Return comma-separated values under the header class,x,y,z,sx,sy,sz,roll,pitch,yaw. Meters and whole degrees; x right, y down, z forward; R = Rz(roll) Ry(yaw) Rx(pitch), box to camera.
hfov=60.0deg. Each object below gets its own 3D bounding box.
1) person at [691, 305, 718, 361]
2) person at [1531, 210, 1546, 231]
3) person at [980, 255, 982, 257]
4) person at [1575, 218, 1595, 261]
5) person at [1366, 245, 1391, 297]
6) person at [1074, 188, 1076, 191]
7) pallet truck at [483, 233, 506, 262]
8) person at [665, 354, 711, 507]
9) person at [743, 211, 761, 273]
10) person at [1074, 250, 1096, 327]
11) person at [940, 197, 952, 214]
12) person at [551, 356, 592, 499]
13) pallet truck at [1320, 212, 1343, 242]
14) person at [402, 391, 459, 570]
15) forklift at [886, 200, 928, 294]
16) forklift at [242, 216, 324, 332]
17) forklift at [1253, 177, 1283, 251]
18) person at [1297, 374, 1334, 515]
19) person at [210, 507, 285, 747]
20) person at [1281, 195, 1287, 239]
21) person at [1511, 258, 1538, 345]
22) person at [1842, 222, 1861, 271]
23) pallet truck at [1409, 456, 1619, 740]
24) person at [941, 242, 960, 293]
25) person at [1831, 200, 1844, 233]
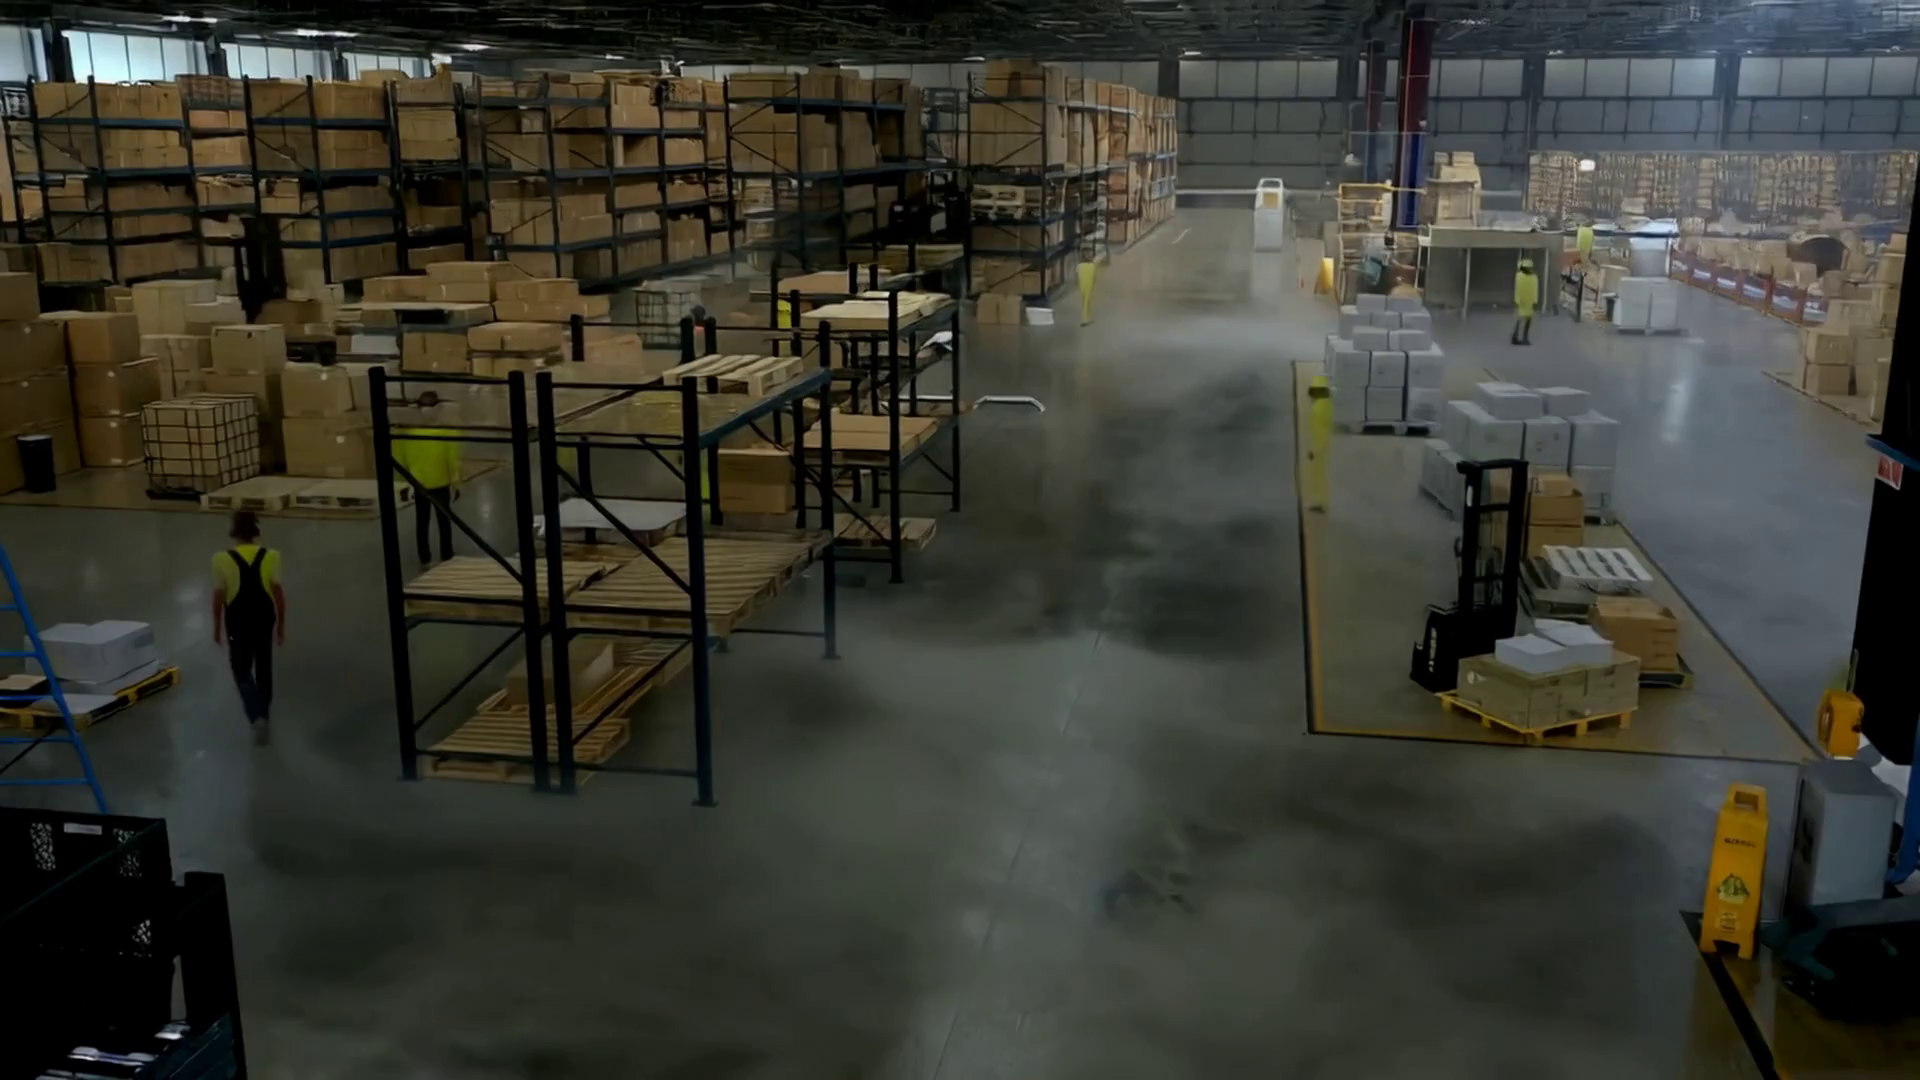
class,x,y,z,sx,sy,sz,roll,pitch,yaw
person,-4.034,-2.694,26.054,0.380,1.958,0.606,9,16,33
person,21.812,-11.609,62.773,0.538,1.695,0.318,2,14,8
person,0.857,-9.277,53.302,0.539,1.695,0.318,-8,16,-28
person,20.308,-9.538,54.108,0.607,1.817,0.609,4,14,16
person,9.835,-5.865,38.742,0.940,2.000,0.709,11,18,39
person,5.931,-17.172,85.121,0.652,1.808,0.817,3,14,11
pallet truck,-11.832,-7.026,43.548,1.885,1.965,0.823,8,16,28
person,-3.391,-1.364,20.689,0.627,1.936,0.373,9,16,32
person,-6.876,-9.894,55.154,0.616,2.004,0.886,0,14,-1
person,3.046,-6.049,39.907,0.522,1.845,0.808,10,17,34
person,-0.590,-19.187,93.129,1.019,1.902,0.623,3,14,13
person,-5.036,-1.424,21.058,0.596,1.880,0.917,-11,18,-38
pallet truck,15.874,-13.227,70.310,0.680,1.201,1.601,10,17,35
person,-5.623,-0.627,17.744,0.581,1.919,0.398,0,14,-1
forklift,-1.385,-7.550,43.859,1.129,2.768,1.873,3,14,10
forklift,-14.687,-5.452,35.340,1.873,2.768,1.129,3,14,10
forklift,12.083,-12.747,64.956,1.129,2.768,1.873,3,14,10
person,4.358,-1.150,20.242,0.484,1.732,0.402,-12,19,-41
person,-5.417,0.653,12.736,0.514,1.823,0.847,-10,17,-35
person,13.930,-13.949,71.852,0.553,1.897,0.647,-8,16,-28
person,12.365,-5.207,36.334,0.563,1.919,0.413,-5,15,-18
person,28.974,-9.488,54.114,0.522,1.726,0.905,10,17,35
pallet truck,4.504,0.400,13.395,0.823,1.965,1.885,-6,15,-23
person,-0.258,-7.141,44.655,0.544,1.684,0.358,2,14,8
person,36.113,-13.094,68.585,0.485,1.804,0.612,2,14,10
